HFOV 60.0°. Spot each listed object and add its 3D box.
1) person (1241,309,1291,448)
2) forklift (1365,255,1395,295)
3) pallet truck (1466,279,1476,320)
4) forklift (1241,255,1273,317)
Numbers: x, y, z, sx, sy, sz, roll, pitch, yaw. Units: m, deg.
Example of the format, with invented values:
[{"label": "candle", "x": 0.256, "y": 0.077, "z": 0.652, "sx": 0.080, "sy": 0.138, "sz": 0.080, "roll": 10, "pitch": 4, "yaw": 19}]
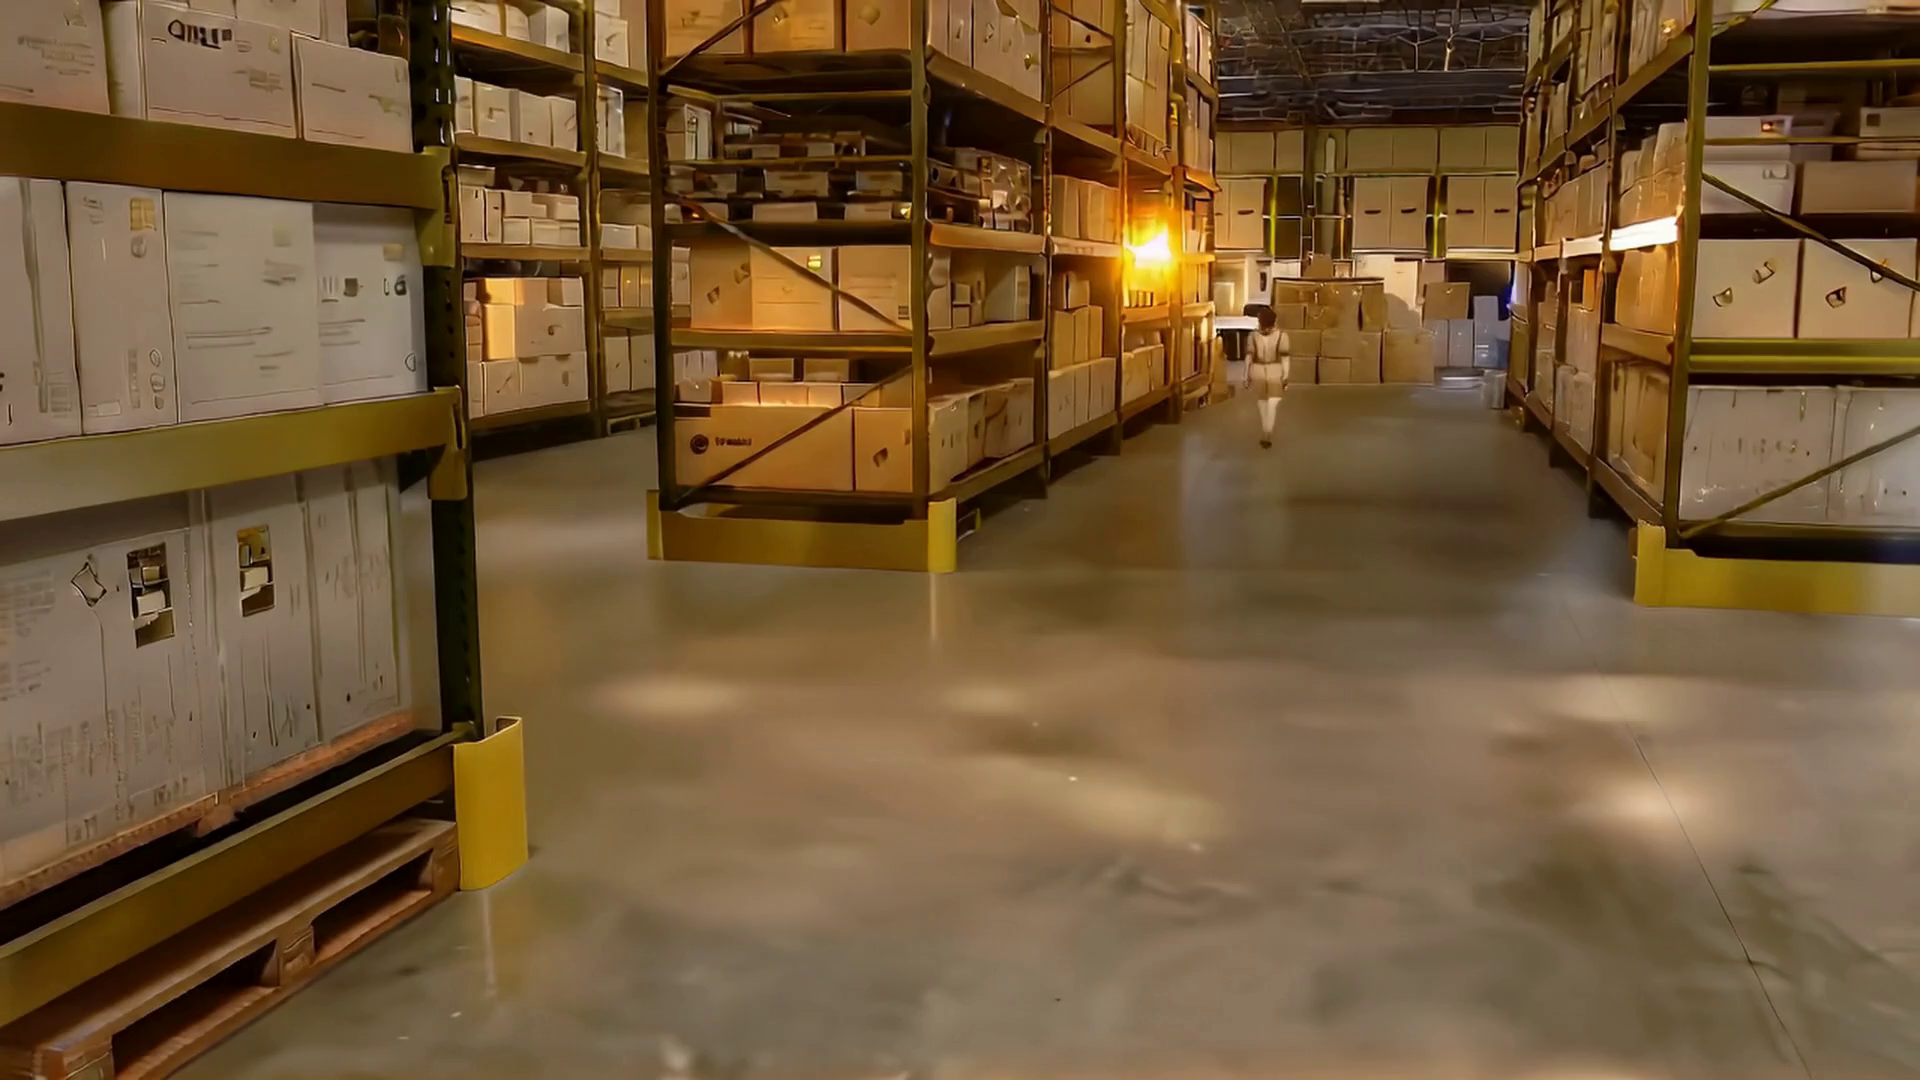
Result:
[{"label": "person", "x": 3.627, "y": -1.918, "z": 19.820, "sx": 0.553, "sy": 1.648, "sz": 0.861, "roll": 4, "pitch": 10, "yaw": 23}, {"label": "forklift", "x": 14.311, "y": -8.354, "z": 56.850, "sx": 1.129, "sy": 2.768, "sz": 1.873, "roll": -2, "pitch": 9, "yaw": -11}, {"label": "pallet truck", "x": 18.896, "y": -8.459, "z": 60.307, "sx": 1.885, "sy": 1.965, "sz": 0.823, "roll": 5, "pitch": 10, "yaw": 31}, {"label": "forklift", "x": 10.552, "y": -8.662, "z": 58.803, "sx": 1.129, "sy": 2.768, "sz": 1.873, "roll": 2, "pitch": 9, "yaw": 15}]
